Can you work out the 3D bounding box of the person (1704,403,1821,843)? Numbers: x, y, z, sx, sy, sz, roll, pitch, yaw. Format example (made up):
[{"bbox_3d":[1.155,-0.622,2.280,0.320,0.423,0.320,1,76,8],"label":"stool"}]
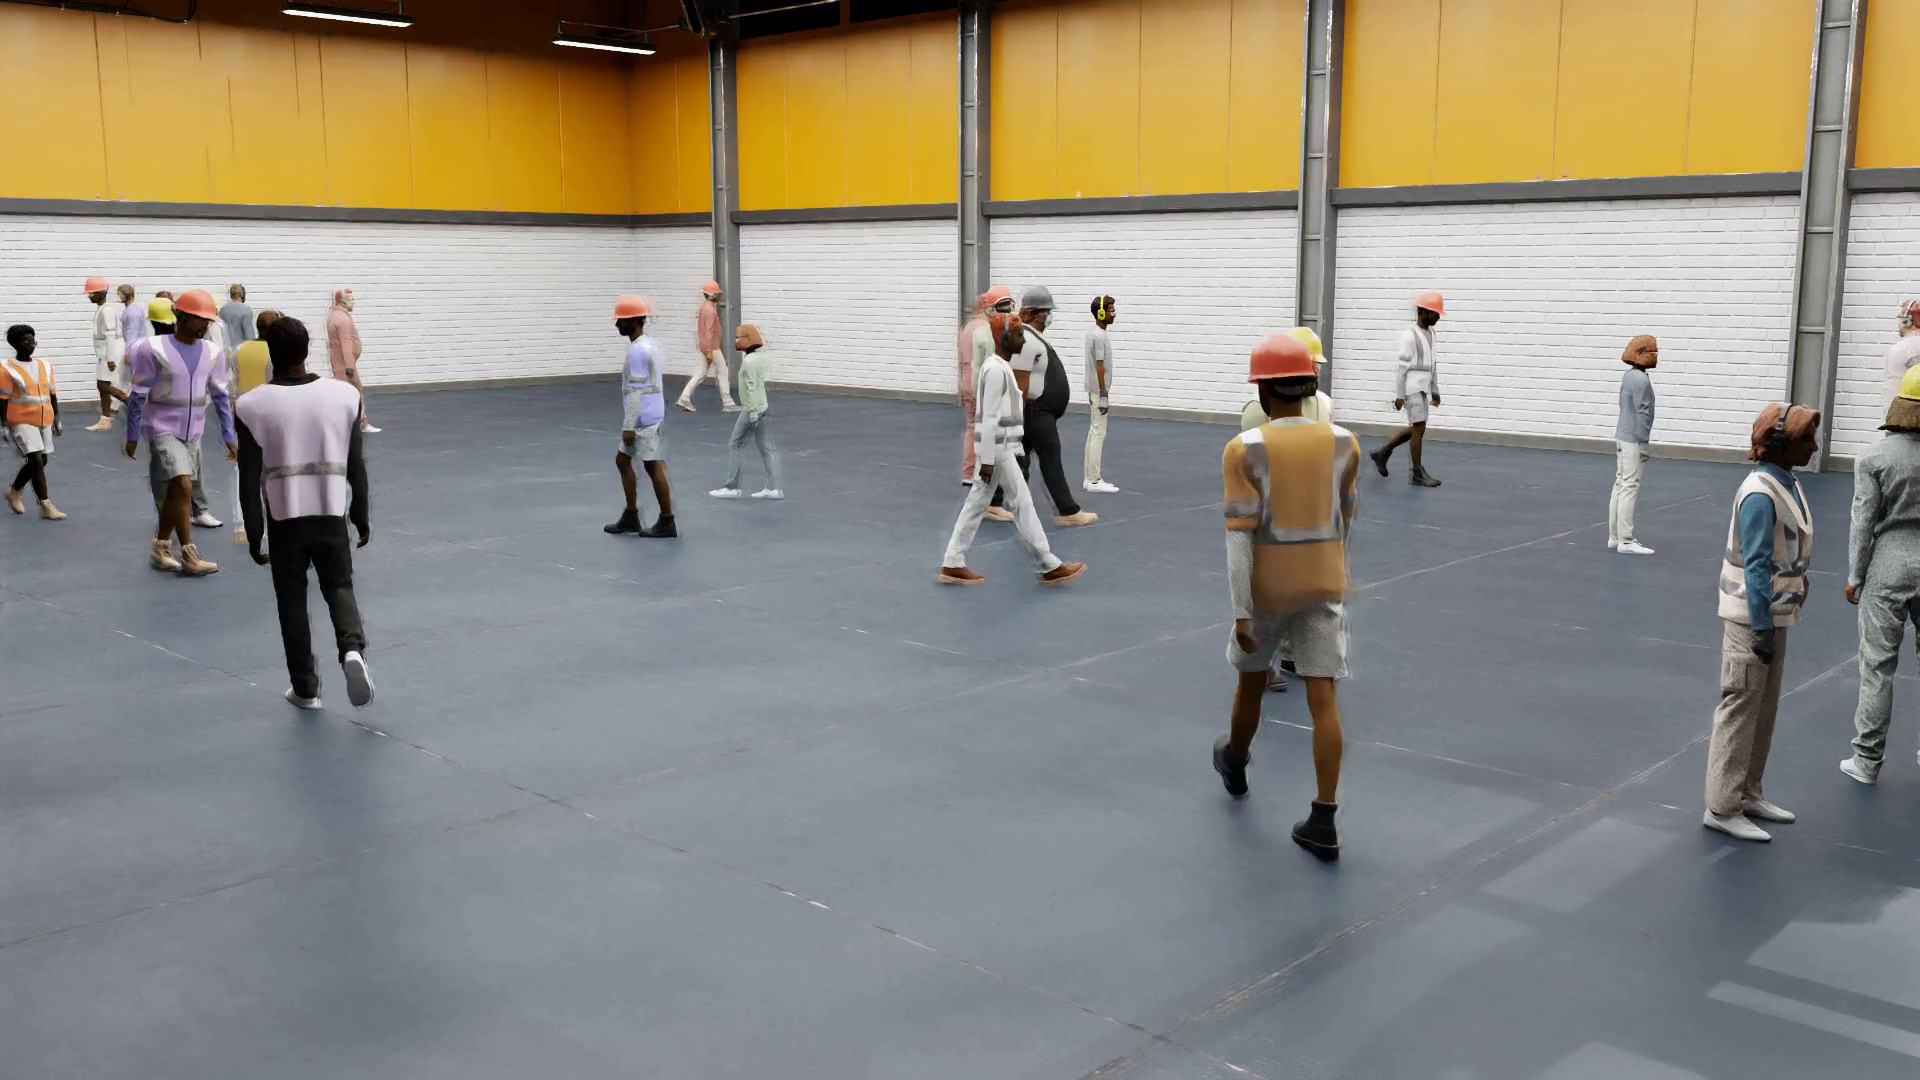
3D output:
[{"bbox_3d":[3.001,0.301,6.230,0.315,1.630,0.524,7,11,36],"label":"person"}]

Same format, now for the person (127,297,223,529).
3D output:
[{"bbox_3d":[-6.346,-1.004,13.420,0.790,1.885,0.605,6,11,33],"label":"person"}]

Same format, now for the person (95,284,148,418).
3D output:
[{"bbox_3d":[-11.816,-2.660,23.545,0.959,1.896,0.665,-6,11,-31],"label":"person"}]

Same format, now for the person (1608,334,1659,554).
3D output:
[{"bbox_3d":[5.060,-0.719,12.463,0.282,1.634,0.498,1,9,8],"label":"person"}]

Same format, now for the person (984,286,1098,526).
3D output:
[{"bbox_3d":[0.608,-1.139,13.794,1.012,2.000,0.693,1,9,5],"label":"person"}]

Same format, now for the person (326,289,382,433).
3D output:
[{"bbox_3d":[-7.935,-2.271,21.261,0.887,1.878,0.655,-5,11,-29],"label":"person"}]

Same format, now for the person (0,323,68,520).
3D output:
[{"bbox_3d":[-7.943,-1.008,14.130,0.779,1.667,0.534,4,10,21],"label":"person"}]

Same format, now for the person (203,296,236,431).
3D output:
[{"bbox_3d":[-9.682,-2.271,21.520,0.948,1.781,0.613,-3,10,-18],"label":"person"}]

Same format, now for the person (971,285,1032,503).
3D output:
[{"bbox_3d":[0.425,-1.331,15.200,0.644,1.962,0.675,1,9,3],"label":"person"}]

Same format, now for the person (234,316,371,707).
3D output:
[{"bbox_3d":[-3.082,-0.105,7.879,0.610,1.902,0.669,-6,11,-34],"label":"person"}]

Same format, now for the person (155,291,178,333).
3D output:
[{"bbox_3d":[-11.705,-2.762,24.518,0.975,1.786,0.629,-6,11,-34],"label":"person"}]

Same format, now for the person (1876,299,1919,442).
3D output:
[{"bbox_3d":[7.370,-0.904,12.837,0.649,1.893,0.517,-4,10,-22],"label":"person"}]

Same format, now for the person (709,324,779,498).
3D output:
[{"bbox_3d":[-2.014,-1.177,15.344,0.739,1.599,0.517,1,9,6],"label":"person"}]

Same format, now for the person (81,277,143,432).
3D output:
[{"bbox_3d":[-11.040,-2.409,21.649,0.689,2.020,0.633,-6,11,-33],"label":"person"}]

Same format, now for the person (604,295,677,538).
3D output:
[{"bbox_3d":[-2.576,-0.955,13.039,0.745,1.911,0.565,-1,9,-4],"label":"person"}]

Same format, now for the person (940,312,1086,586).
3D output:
[{"bbox_3d":[0.322,-0.593,11.090,1.002,1.827,0.605,0,9,1],"label":"person"}]

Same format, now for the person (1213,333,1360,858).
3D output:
[{"bbox_3d":[1.222,0.167,6.272,0.544,1.871,1.035,-1,9,-6],"label":"person"}]

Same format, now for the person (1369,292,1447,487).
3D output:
[{"bbox_3d":[4.398,-1.485,16.343,0.747,1.903,0.578,8,12,39],"label":"person"}]

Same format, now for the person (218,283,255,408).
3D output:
[{"bbox_3d":[-10.273,-2.691,23.664,0.628,1.918,0.468,4,10,23],"label":"person"}]

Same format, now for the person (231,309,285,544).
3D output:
[{"bbox_3d":[-5.360,-0.900,13.075,0.641,1.798,0.935,3,10,17],"label":"person"}]

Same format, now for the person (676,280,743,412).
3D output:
[{"bbox_3d":[-3.744,-2.866,24.654,0.986,1.954,0.625,-3,10,-20],"label":"person"}]

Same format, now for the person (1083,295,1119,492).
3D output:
[{"bbox_3d":[1.347,-1.389,15.867,0.315,1.865,0.534,-1,9,-4],"label":"person"}]

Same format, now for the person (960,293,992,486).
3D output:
[{"bbox_3d":[0.278,-1.460,16.249,0.642,1.876,0.664,-4,10,-21],"label":"person"}]

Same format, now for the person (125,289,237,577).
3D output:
[{"bbox_3d":[-5.376,-0.738,11.529,0.861,1.975,0.627,5,11,30],"label":"person"}]

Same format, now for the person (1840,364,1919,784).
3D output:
[{"bbox_3d":[3.893,0.147,6.824,0.485,1.744,0.295,3,10,16],"label":"person"}]

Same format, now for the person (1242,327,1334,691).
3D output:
[{"bbox_3d":[1.685,-0.160,8.431,0.599,1.830,0.404,-7,11,-36],"label":"person"}]
